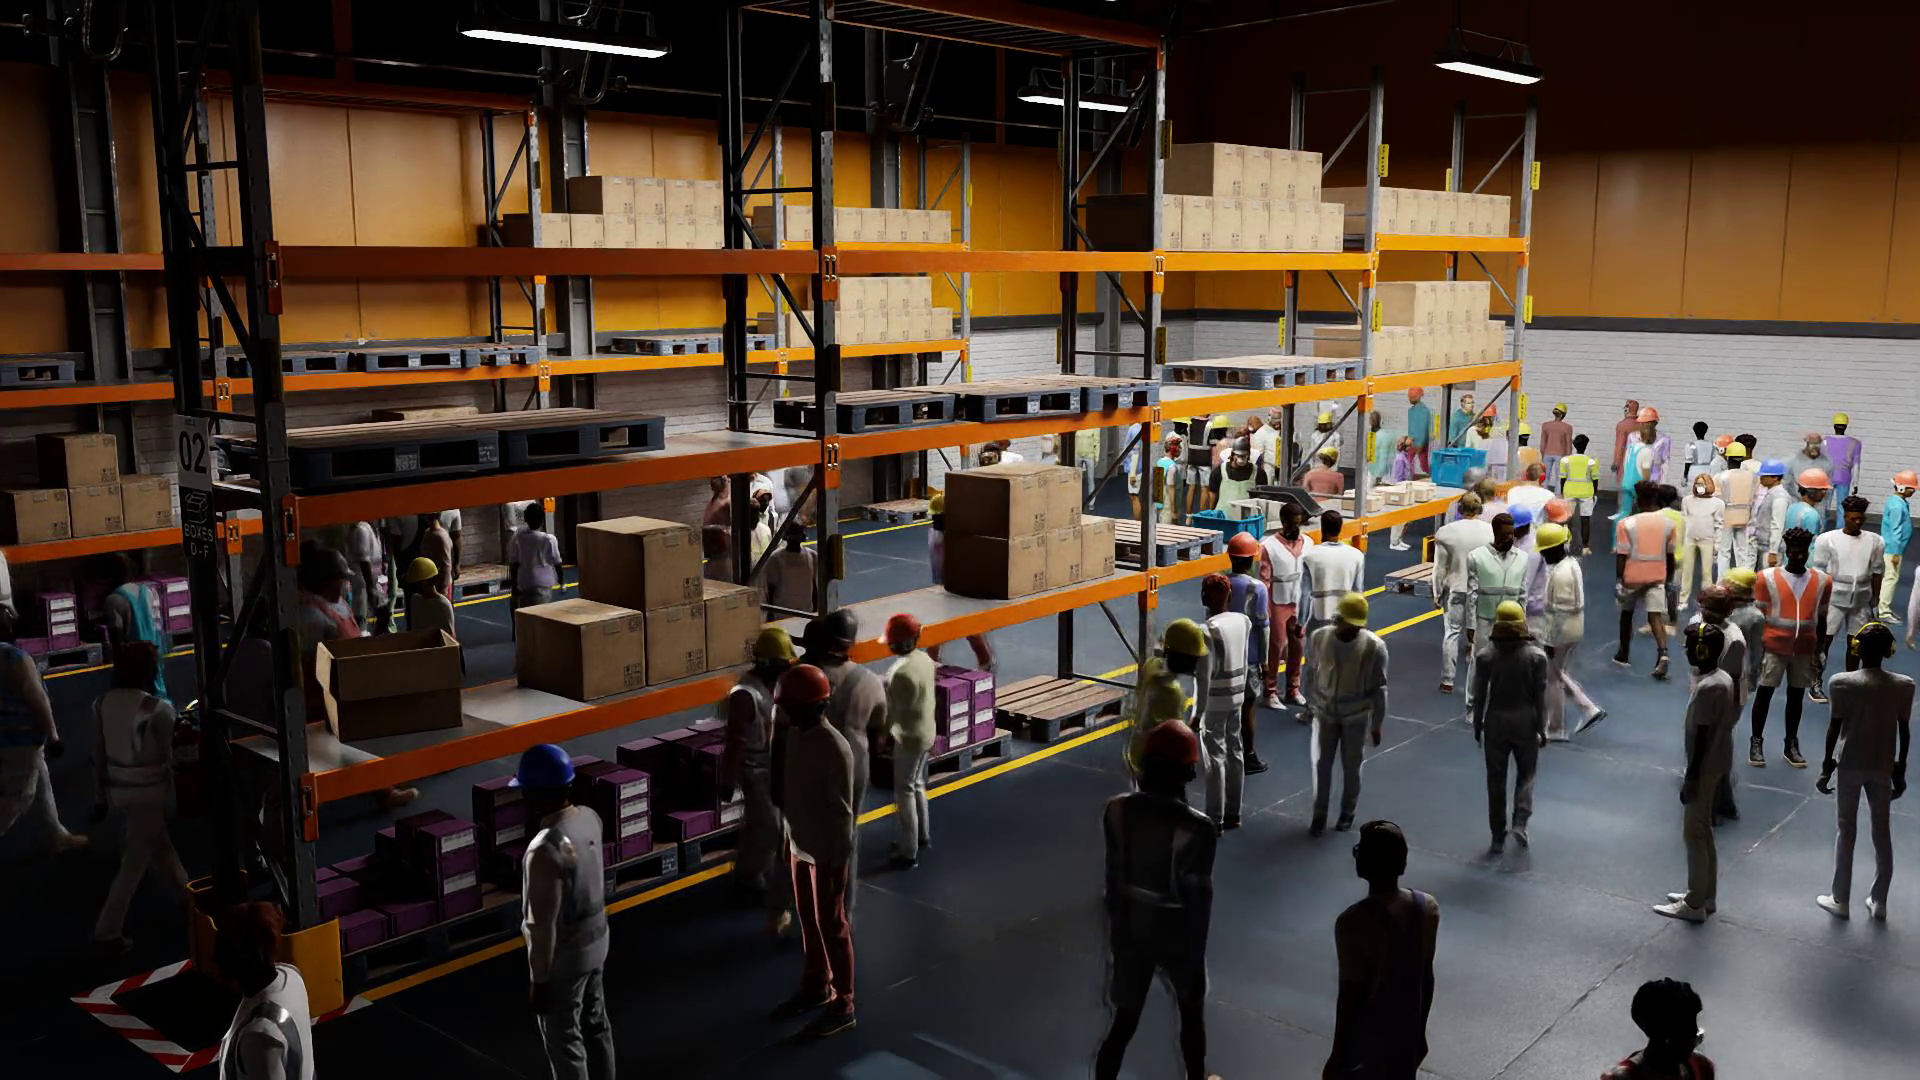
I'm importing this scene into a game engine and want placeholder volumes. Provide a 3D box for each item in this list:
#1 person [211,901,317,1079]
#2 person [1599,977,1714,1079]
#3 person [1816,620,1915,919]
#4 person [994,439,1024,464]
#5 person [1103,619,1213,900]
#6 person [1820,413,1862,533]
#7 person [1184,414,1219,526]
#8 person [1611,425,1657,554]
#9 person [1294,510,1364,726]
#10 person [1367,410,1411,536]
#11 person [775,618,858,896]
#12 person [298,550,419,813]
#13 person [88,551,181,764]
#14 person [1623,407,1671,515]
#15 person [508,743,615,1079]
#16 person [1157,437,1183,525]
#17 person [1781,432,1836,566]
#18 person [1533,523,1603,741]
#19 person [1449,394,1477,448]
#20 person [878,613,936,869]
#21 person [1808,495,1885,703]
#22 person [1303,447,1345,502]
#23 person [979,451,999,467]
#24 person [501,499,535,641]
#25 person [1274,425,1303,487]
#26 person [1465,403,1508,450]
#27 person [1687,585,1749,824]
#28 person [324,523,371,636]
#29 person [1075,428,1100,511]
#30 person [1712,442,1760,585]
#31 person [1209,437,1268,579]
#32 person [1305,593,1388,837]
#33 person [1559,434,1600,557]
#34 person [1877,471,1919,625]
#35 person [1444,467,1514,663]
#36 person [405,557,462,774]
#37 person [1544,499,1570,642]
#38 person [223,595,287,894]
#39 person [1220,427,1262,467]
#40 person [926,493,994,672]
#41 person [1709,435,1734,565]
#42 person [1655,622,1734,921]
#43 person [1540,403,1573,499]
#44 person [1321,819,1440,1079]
[{"bbox_3d":[-2.428,2.163,5.839,0.355,1.884,0.576,-3,10,-17],"label":"person"},{"bbox_3d":[2.340,2.287,5.653,0.540,1.695,0.317,-5,11,-27],"label":"person"},{"bbox_3d":[5.594,1.420,10.314,0.517,1.873,0.334,2,10,9],"label":"person"},{"bbox_3d":[0.556,-0.496,21.738,0.581,1.879,0.356,1,10,5],"label":"person"},{"bbox_3d":[1.289,1.397,10.441,0.819,1.867,0.592,1,10,5],"label":"person"},{"bbox_3d":[12.520,-0.855,23.769,0.592,1.919,0.398,7,12,35],"label":"person"},{"bbox_3d":[3.698,-1.193,25.447,0.620,2.030,0.405,7,12,38],"label":"person"},{"bbox_3d":[9.522,-0.699,23.171,0.919,1.794,0.548,-2,10,-15],"label":"person"},{"bbox_3d":[3.238,0.689,14.579,0.603,1.904,0.386,-2,10,-13],"label":"person"},{"bbox_3d":[6.212,-0.973,24.562,0.979,1.905,0.643,-5,11,-25],"label":"person"},{"bbox_3d":[-0.878,1.392,10.599,0.430,1.836,0.634,9,13,43],"label":"person"},{"bbox_3d":[-4.587,1.017,12.215,1.046,2.000,0.699,-2,10,-10],"label":"person"},{"bbox_3d":[-6.559,0.971,13.254,0.991,1.794,0.542,3,10,19],"label":"person"},{"bbox_3d":[9.640,-0.860,23.417,0.615,2.038,0.395,9,13,43],"label":"person"},{"bbox_3d":[-1.796,1.858,7.511,0.419,1.937,0.610,2,10,9],"label":"person"},{"bbox_3d":[2.649,-0.411,21.359,0.386,1.836,0.569,-1,10,-7],"label":"person"},{"bbox_3d":[10.974,-0.479,21.607,0.652,1.890,0.719,2,10,12],"label":"person"},{"bbox_3d":[5.098,0.784,14.061,0.562,1.883,0.628,3,10,20],"label":"person"},{"bbox_3d":[8.272,-1.432,27.234,0.651,1.907,0.409,-7,12,-35],"label":"person"},{"bbox_3d":[-0.360,1.326,11.291,0.390,1.730,0.572,3,10,15],"label":"person"},{"bbox_3d":[8.142,0.548,15.282,0.603,1.955,0.383,2,10,9],"label":"person"},{"bbox_3d":[4.608,-0.325,21.200,0.555,1.712,0.932,5,11,29],"label":"person"},{"bbox_3d":[0.334,-0.125,19.616,0.345,1.847,0.506,2,10,11],"label":"person"},{"bbox_3d":[-4.669,0.125,17.849,0.357,1.938,0.545,2,10,12],"label":"person"},{"bbox_3d":[4.858,-0.893,24.667,0.535,1.690,0.322,-6,11,-34],"label":"person"},{"bbox_3d":[7.773,-1.039,24.629,0.608,1.995,0.380,3,10,15],"label":"person"},{"bbox_3d":[5.464,1.183,11.947,0.574,1.801,0.653,-1,10,-4],"label":"person"},{"bbox_3d":[-6.500,0.333,17.643,0.509,1.602,0.760,-1,10,-6],"label":"person"},{"bbox_3d":[2.026,-1.351,27.185,0.524,1.762,0.339,3,10,16],"label":"person"},{"bbox_3d":[9.222,-0.212,19.887,0.594,1.924,0.383,-1,10,-7],"label":"person"},{"bbox_3d":[3.287,-0.235,19.687,0.702,2.000,0.535,2,10,9],"label":"person"},{"bbox_3d":[2.708,1.223,11.722,0.611,1.785,0.668,4,10,25],"label":"person"},{"bbox_3d":[8.548,-0.616,22.986,0.534,1.698,0.318,5,11,27],"label":"person"},{"bbox_3d":[10.539,0.081,18.699,0.349,1.740,0.574,5,11,28],"label":"person"},{"bbox_3d":[5.187,0.238,16.867,0.697,2.000,0.929,9,13,42],"label":"person"},{"bbox_3d":[-4.203,0.993,13.239,0.520,1.752,0.373,8,13,41],"label":"person"},{"bbox_3d":[6.038,0.402,16.896,0.339,1.702,0.662,7,12,37],"label":"person"},{"bbox_3d":[-4.484,1.315,10.746,0.633,1.936,0.355,6,11,31],"label":"person"},{"bbox_3d":[3.785,-0.605,22.492,0.564,1.841,0.390,3,10,18],"label":"person"},{"bbox_3d":[-0.046,0.458,16.055,0.972,1.882,0.599,-8,13,-41],"label":"person"},{"bbox_3d":[10.252,-0.547,22.407,0.331,1.750,0.572,6,11,32],"label":"person"},{"bbox_3d":[4.591,1.429,10.320,0.336,1.856,0.530,7,12,34],"label":"person"},{"bbox_3d":[9.828,-1.385,27.415,0.533,1.757,0.336,8,12,40],"label":"person"},{"bbox_3d":[1.698,2.031,6.745,0.516,1.843,0.325,-5,11,-28],"label":"person"}]
